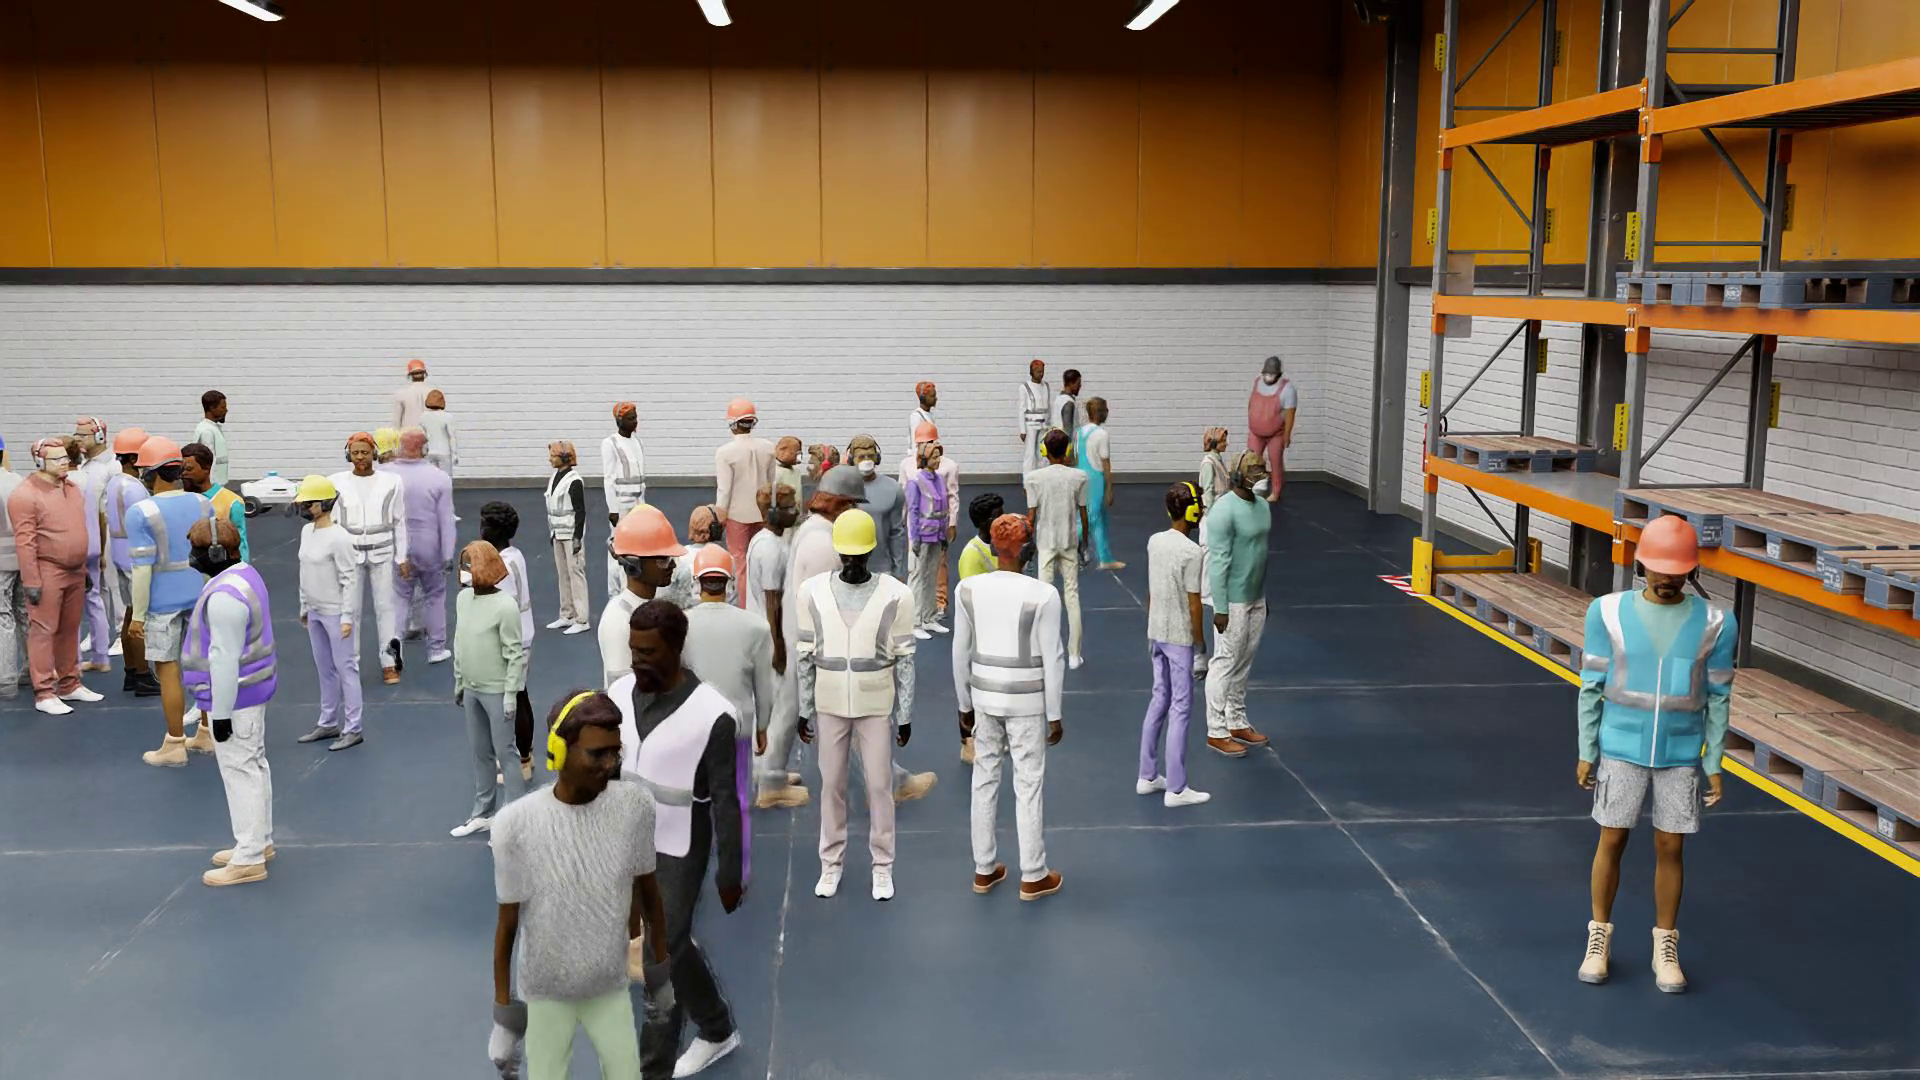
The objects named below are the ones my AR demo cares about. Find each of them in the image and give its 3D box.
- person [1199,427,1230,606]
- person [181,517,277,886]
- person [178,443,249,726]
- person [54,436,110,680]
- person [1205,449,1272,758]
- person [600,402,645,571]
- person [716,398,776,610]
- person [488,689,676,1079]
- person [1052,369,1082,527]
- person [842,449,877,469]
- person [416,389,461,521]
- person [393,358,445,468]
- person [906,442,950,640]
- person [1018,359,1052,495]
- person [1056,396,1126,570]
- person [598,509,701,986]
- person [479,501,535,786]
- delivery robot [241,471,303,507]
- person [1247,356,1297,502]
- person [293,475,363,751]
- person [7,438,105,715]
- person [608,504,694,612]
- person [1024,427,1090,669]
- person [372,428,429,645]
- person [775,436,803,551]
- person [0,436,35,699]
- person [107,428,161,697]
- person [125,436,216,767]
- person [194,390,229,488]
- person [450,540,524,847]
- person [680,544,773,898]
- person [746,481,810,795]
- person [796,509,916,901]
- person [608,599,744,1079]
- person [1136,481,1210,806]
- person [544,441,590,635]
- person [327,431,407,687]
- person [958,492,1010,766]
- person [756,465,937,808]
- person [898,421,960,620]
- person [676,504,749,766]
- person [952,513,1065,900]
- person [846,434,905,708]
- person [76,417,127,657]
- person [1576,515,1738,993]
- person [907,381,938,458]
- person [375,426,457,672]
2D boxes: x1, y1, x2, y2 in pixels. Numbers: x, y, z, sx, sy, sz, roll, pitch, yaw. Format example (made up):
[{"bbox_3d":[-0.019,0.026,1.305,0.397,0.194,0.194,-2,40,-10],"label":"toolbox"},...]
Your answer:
[{"bbox_3d":[2.325,-0.220,15.298,0.308,1.640,0.511,3,9,17],"label":"person"},{"bbox_3d":[-3.652,0.793,8.334,0.429,1.836,0.627,-2,9,-15],"label":"person"},{"bbox_3d":[-5.032,0.302,11.144,0.596,1.918,0.379,3,9,17],"label":"person"},{"bbox_3d":[-6.634,0.133,12.489,0.354,1.834,0.519,3,10,21],"label":"person"},{"bbox_3d":[1.775,0.388,10.543,0.352,1.937,0.635,7,11,36],"label":"person"},{"bbox_3d":[-3.028,-0.314,15.127,0.355,1.883,0.573,3,10,19],"label":"person"},{"bbox_3d":[-1.817,-0.202,14.063,0.611,1.996,0.378,-8,12,-43],"label":"person"},{"bbox_3d":[-1.133,1.324,4.958,0.552,1.849,0.627,-3,10,-19],"label":"person"},{"bbox_3d":[1.272,-1.099,19.968,0.408,1.911,0.622,-1,9,-4],"label":"person"},{"bbox_3d":[-0.753,0.192,12.344,0.327,1.753,0.562,-1,9,-3],"label":"person"},{"bbox_3d":[-6.393,-1.026,20.374,0.500,1.633,0.283,1,9,5],"label":"person"},{"bbox_3d":[-6.823,-1.306,21.046,0.629,1.976,0.458,-4,10,-25],"label":"person"},{"bbox_3d":[-0.272,-0.002,13.922,0.312,1.642,0.512,5,10,30],"label":"person"},{"bbox_3d":[1.043,-1.541,22.852,0.584,1.879,0.366,-8,12,-42],"label":"person"},{"bbox_3d":[1.301,-0.546,16.794,0.894,1.814,0.521,-4,10,-25],"label":"person"},{"bbox_3d":[-1.328,0.878,7.136,0.371,2.044,0.608,0,9,1],"label":"person"},{"bbox_3d":[-2.701,0.610,9.904,0.317,1.695,0.540,-1,9,-8],"label":"person"},{"bbox_3d":[-8.635,-0.622,20.924,0.707,0.478,0.477,-1,9,-6],"label":"delivery robot"},{"bbox_3d":[4.097,-1.490,22.015,0.713,2.000,0.780,5,11,30],"label":"person"},{"bbox_3d":[-4.051,0.460,10.625,0.523,1.769,0.323,7,11,38],"label":"person"},{"bbox_3d":[-6.268,0.239,11.579,0.400,1.910,0.643,1,9,8],"label":"person"},{"bbox_3d":[-1.763,0.656,9.471,0.492,1.742,0.324,0,9,1],"label":"person"},{"bbox_3d":[0.743,0.067,12.770,0.517,1.873,0.328,-1,9,-3],"label":"person"},{"bbox_3d":[-4.557,-0.023,13.577,0.620,1.794,0.469,7,12,39],"label":"person"},{"bbox_3d":[-1.518,-0.103,14.617,0.277,1.629,0.504,4,10,23],"label":"person"},{"bbox_3d":[-6.881,0.167,11.934,0.416,1.940,0.608,1,9,5],"label":"person"},{"bbox_3d":[-5.905,0.158,11.990,0.358,1.936,0.552,-8,12,-41],"label":"person"},{"bbox_3d":[-4.878,0.378,10.277,0.374,2.043,0.614,4,10,21],"label":"person"},{"bbox_3d":[-7.307,-0.507,16.266,0.397,1.906,0.604,-3,10,-21],"label":"person"},{"bbox_3d":[-2.520,0.809,8.854,0.498,1.633,0.282,7,11,36],"label":"person"},{"bbox_3d":[-1.192,0.885,8.057,0.577,1.736,0.355,-3,10,-20],"label":"person"},{"bbox_3d":[-1.073,0.578,9.642,0.351,1.846,0.506,-2,9,-10],"label":"person"},{"bbox_3d":[-0.506,0.795,8.056,0.586,1.918,0.395,1,9,6],"label":"person"},{"bbox_3d":[-1.076,1.132,6.039,0.603,1.888,0.784,8,12,40],"label":"person"},{"bbox_3d":[1.242,0.588,9.554,0.334,1.860,0.515,-4,10,-26],"label":"person"},{"bbox_3d":[-3.326,-0.024,14.067,0.309,1.639,0.522,-7,11,-38],"label":"person"},{"bbox_3d":[-4.376,0.141,12.268,0.573,1.883,0.353,-3,10,-19],"label":"person"},{"bbox_3d":[0.148,0.543,10.320,0.322,1.697,0.536,3,10,19],"label":"person"},{"bbox_3d":[-0.682,0.523,9.371,1.043,2.000,0.695,-2,9,-15],"label":"person"},{"bbox_3d":[-0.290,-0.168,14.609,0.572,1.751,0.329,2,9,14],"label":"person"},{"bbox_3d":[-1.534,0.597,10.166,0.524,1.639,0.308,7,12,38],"label":"person"},{"bbox_3d":[0.242,0.806,8.091,0.576,1.882,0.362,5,10,29],"label":"person"},{"bbox_3d":[-0.672,0.230,11.532,0.627,1.941,0.372,-3,10,-19],"label":"person"},{"bbox_3d":[-6.869,-0.029,13.260,0.641,1.909,0.409,4,10,23],"label":"person"},{"bbox_3d":[2.927,0.898,7.033,0.606,2.038,0.382,3,10,18],"label":"person"},{"bbox_3d":[-0.388,-0.772,18.000,0.360,1.882,0.575,2,9,14],"label":"person"},{"bbox_3d":[-4.178,0.067,12.736,0.655,1.882,0.743,-1,9,-4],"label":"person"}]
